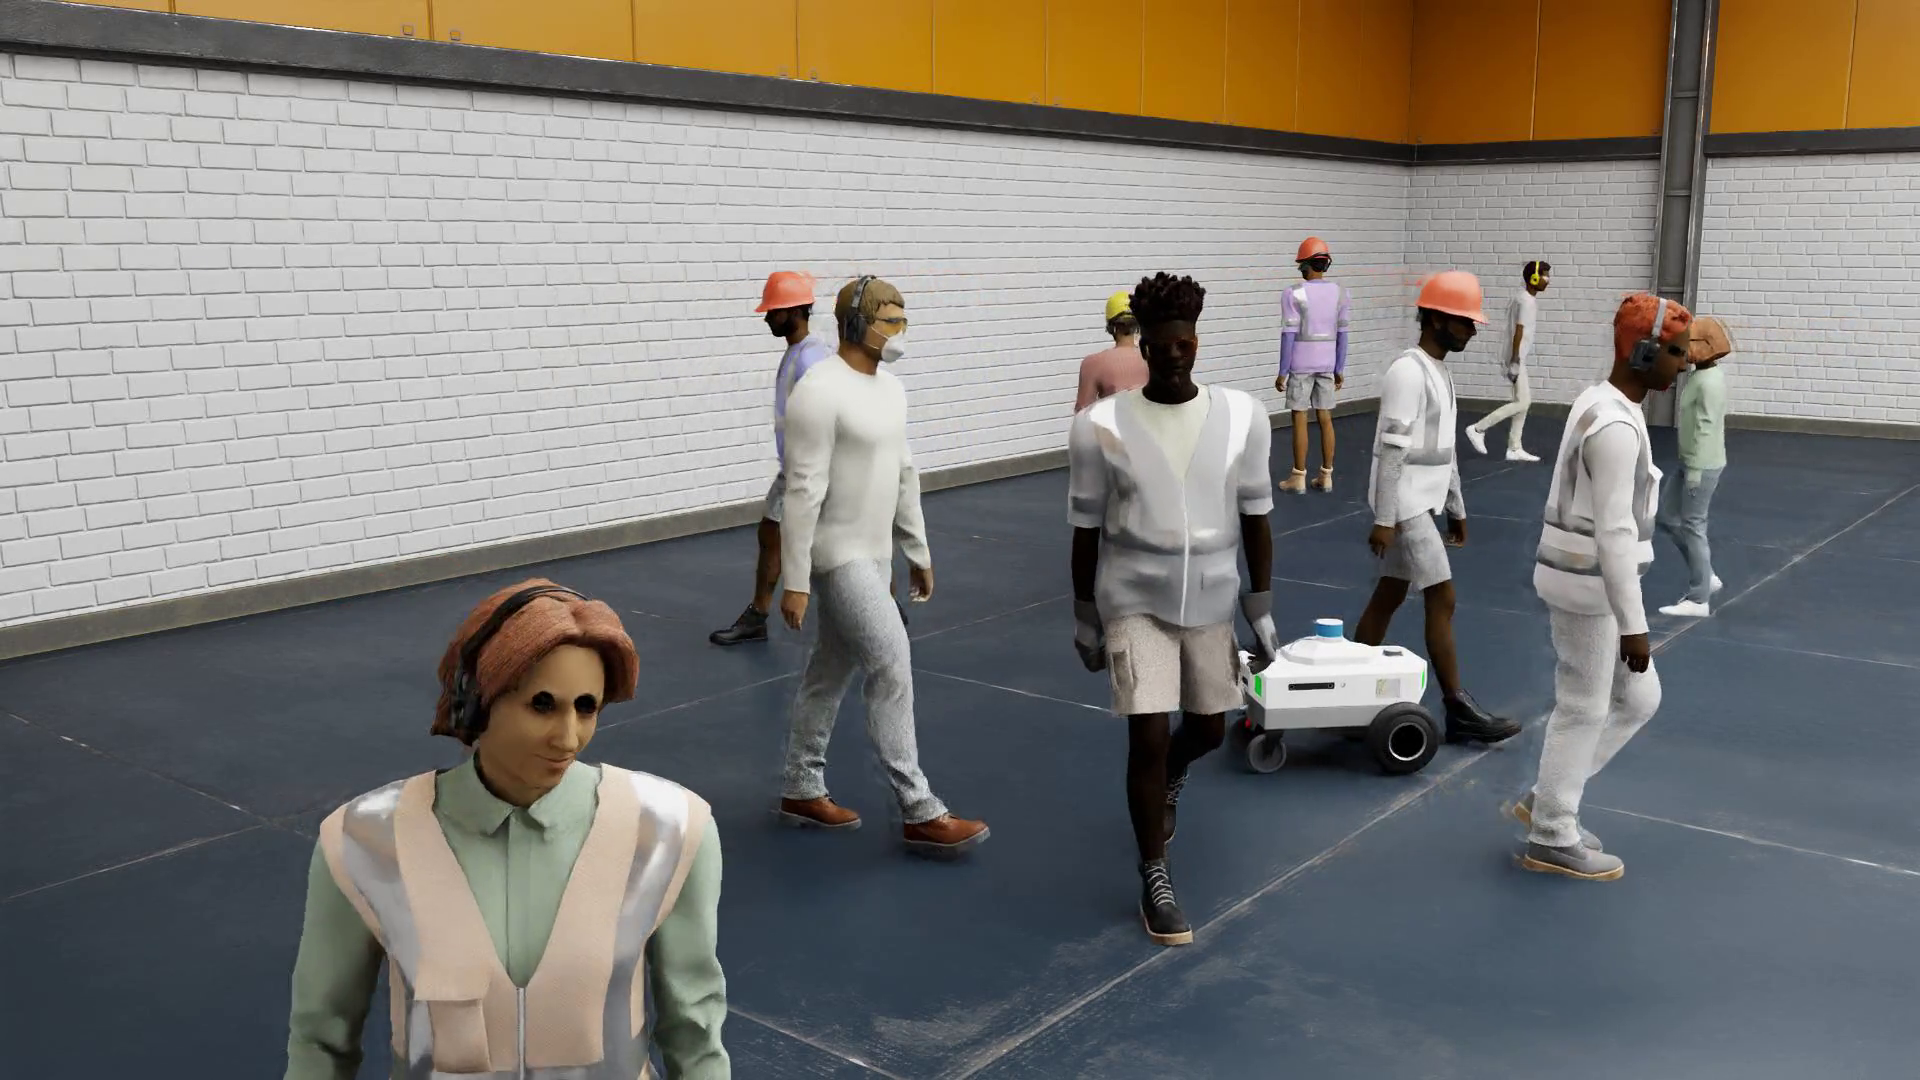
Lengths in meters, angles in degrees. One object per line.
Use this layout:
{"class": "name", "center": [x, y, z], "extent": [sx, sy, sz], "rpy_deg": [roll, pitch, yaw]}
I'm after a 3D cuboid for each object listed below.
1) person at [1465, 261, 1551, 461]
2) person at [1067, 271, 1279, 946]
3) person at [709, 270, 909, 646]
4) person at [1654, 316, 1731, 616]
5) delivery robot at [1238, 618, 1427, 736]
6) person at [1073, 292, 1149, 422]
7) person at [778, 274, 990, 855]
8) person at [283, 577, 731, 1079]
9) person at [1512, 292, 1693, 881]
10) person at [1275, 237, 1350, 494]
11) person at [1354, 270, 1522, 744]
{"class": "person", "center": [5.041, -1.633, 15.233], "extent": [0.598, 1.841, 0.561], "rpy_deg": [3, 11, 18]}
{"class": "person", "center": [0.613, 0.160, 5.026], "extent": [0.621, 1.940, 0.804], "rpy_deg": [-1, 10, -8]}
{"class": "person", "center": [-0.722, -0.395, 8.286], "extent": [0.995, 1.886, 0.544], "rpy_deg": [-3, 11, -17]}
{"class": "person", "center": [3.927, -0.389, 8.938], "extent": [0.348, 1.620, 0.529], "rpy_deg": [3, 11, 17]}
{"class": "delivery robot", "center": [1.424, 0.548, 6.450], "extent": [0.707, 0.478, 0.477], "rpy_deg": [-1, 10, -7]}
{"class": "person", "center": [0.895, -0.521, 9.357], "extent": [0.548, 1.720, 0.868], "rpy_deg": [-2, 10, -10]}
{"class": "person", "center": [-0.238, 0.091, 5.505], "extent": [0.938, 1.898, 0.648], "rpy_deg": [4, 11, 20]}
{"class": "person", "center": [-0.585, 0.838, 2.167], "extent": [0.568, 1.616, 0.407], "rpy_deg": [-3, 11, -15]}
{"class": "person", "center": [1.990, 0.174, 5.154], "extent": [0.422, 1.862, 0.611], "rpy_deg": [4, 11, 20]}
{"class": "person", "center": [2.800, -1.389, 13.324], "extent": [0.615, 2.040, 0.381], "rpy_deg": [-4, 11, -20]}
{"class": "person", "center": [1.958, -0.127, 6.736], "extent": [0.908, 1.891, 0.567], "rpy_deg": [5, 12, 28]}
